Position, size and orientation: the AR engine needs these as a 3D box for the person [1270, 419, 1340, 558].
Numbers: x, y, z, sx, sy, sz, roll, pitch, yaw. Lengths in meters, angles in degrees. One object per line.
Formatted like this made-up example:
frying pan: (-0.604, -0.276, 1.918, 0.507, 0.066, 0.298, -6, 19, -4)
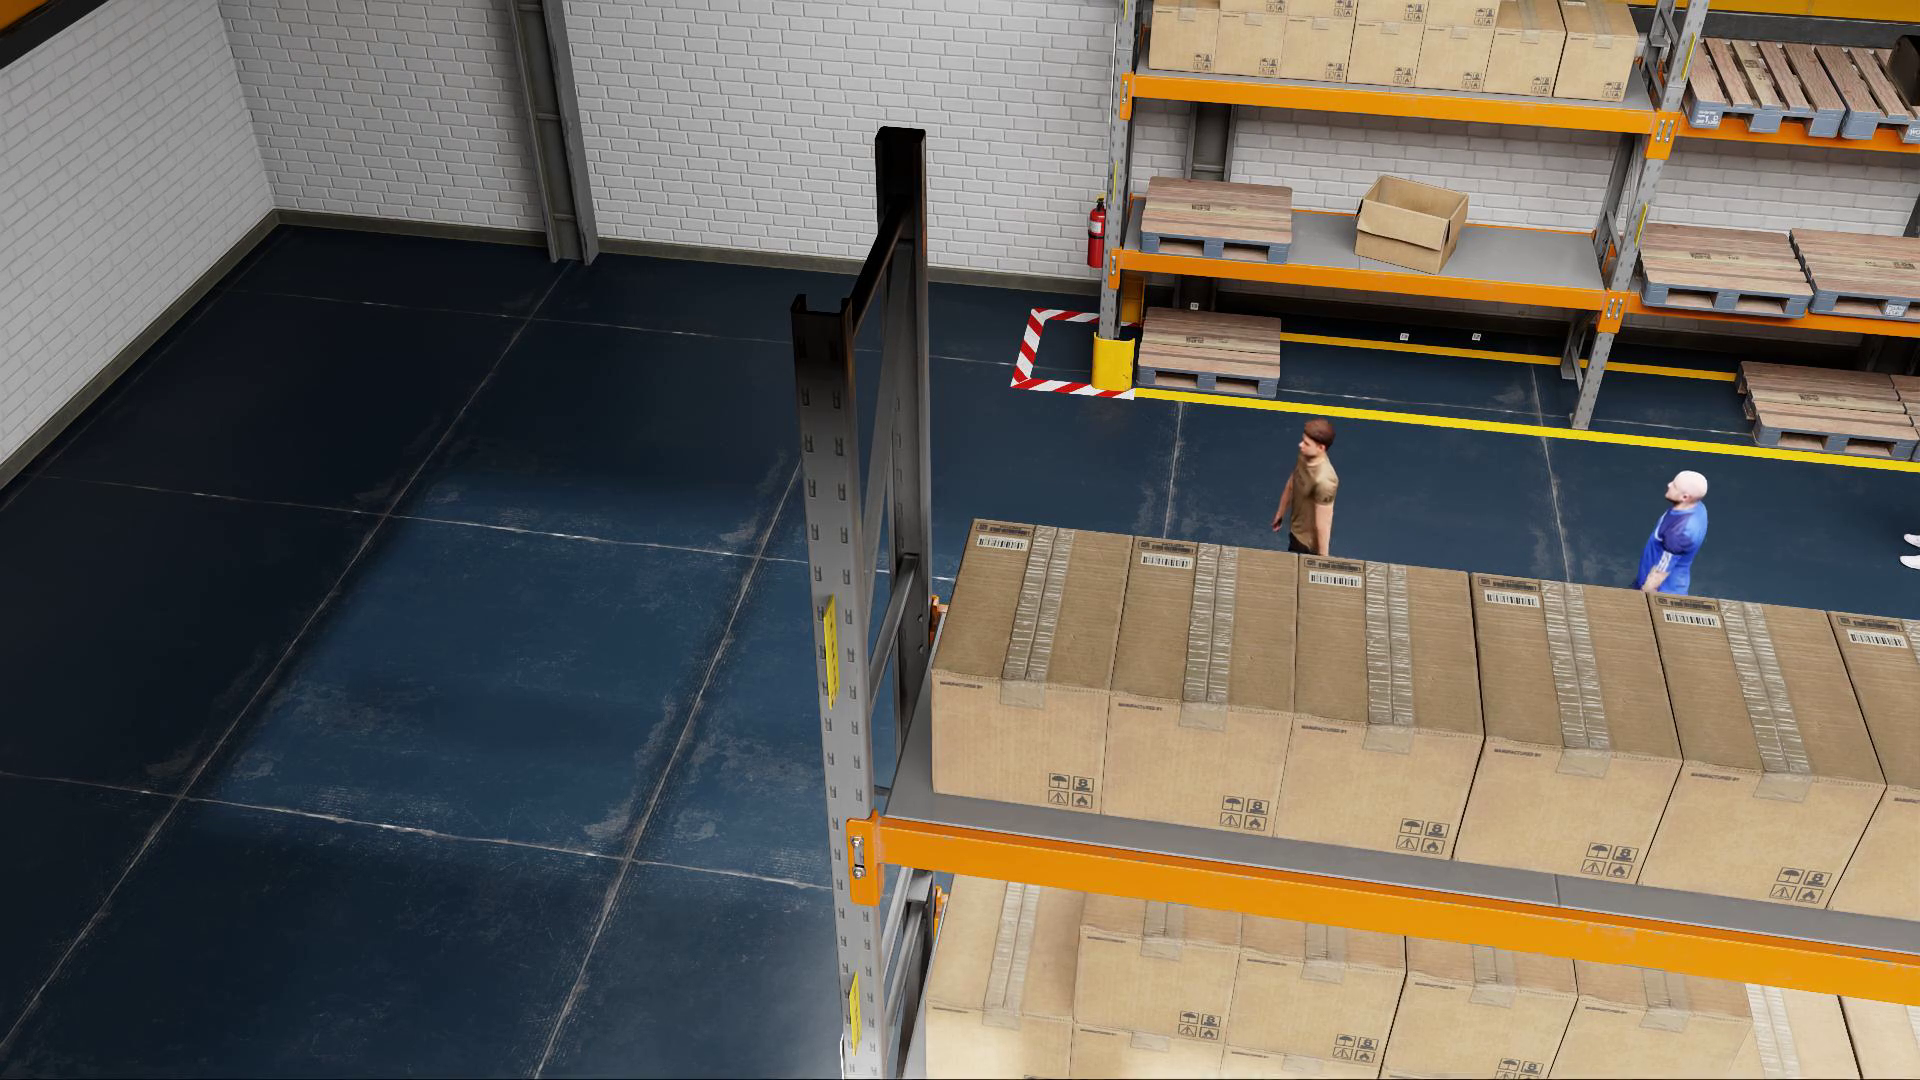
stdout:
person: (2.444, -0.035, 11.320, 1.253, 1.811, 0.899, -3, 39, -4)
